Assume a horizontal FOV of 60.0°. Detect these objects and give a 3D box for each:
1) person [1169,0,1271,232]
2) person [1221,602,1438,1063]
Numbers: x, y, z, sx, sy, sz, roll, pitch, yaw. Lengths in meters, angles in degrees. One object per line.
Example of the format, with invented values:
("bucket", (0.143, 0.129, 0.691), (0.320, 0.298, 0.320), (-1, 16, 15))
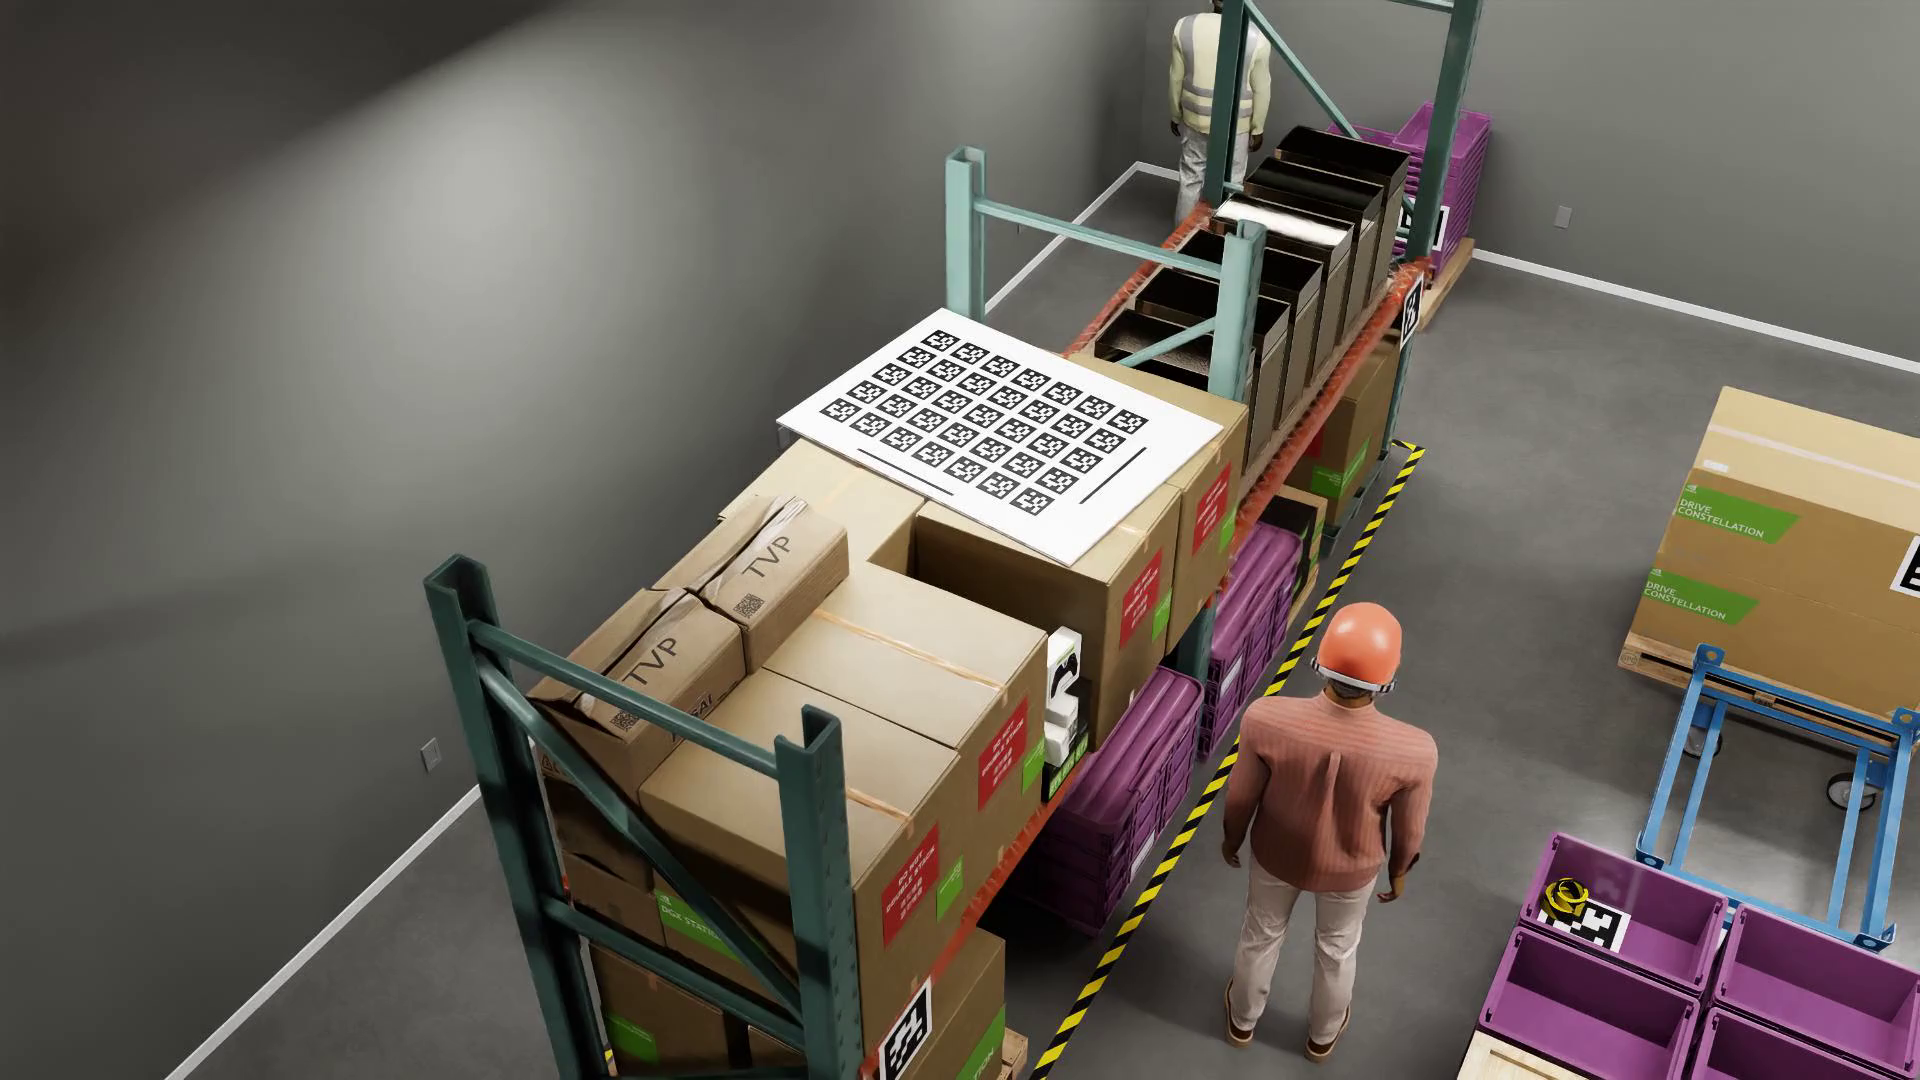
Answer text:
("person", (1.490, -2.449, 9.594), (0.586, 1.837, 0.403), (16, 42, 18))
("person", (1.157, 0.983, 5.381), (0.625, 1.992, 0.386), (10, 41, 12))
